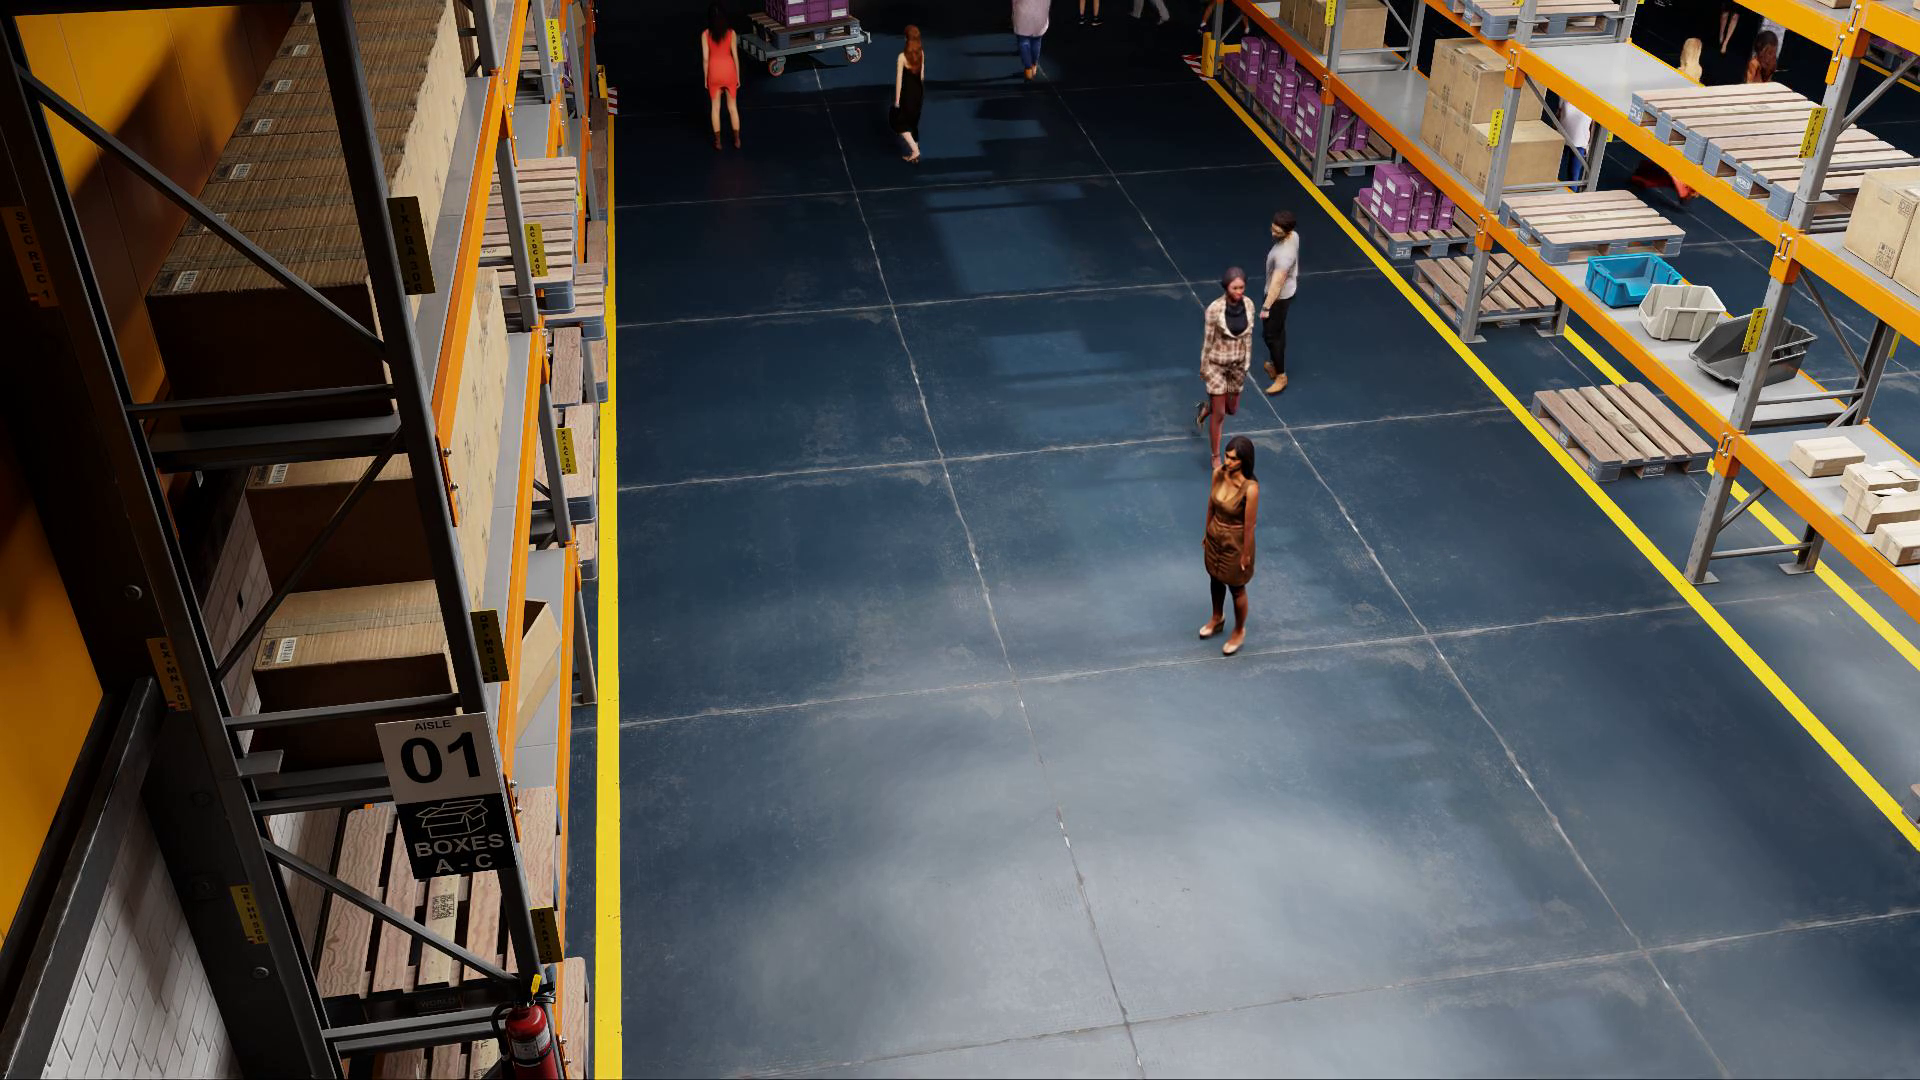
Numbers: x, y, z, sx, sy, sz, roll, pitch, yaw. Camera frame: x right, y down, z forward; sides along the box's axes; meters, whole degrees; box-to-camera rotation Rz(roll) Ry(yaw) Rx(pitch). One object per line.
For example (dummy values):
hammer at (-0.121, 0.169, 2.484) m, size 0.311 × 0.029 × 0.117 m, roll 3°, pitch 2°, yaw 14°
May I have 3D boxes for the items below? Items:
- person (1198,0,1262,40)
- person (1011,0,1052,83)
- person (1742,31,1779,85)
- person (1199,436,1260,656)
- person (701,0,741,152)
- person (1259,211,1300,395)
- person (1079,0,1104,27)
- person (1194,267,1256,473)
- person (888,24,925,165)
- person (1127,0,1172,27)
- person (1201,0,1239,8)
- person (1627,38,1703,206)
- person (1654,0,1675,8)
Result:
person at (3.652, -7.774, 22.994) m, size 1.228 × 1.718 × 1.100 m, roll 25°, pitch 41°, yaw 32°
person at (0.923, -6.779, 21.488) m, size 0.684 × 1.726 × 0.918 m, roll -7°, pitch 34°, yaw -10°
person at (8.820, -4.738, 18.432) m, size 0.852 × 1.710 × 0.909 m, roll -19°, pitch 38°, yaw -26°
person at (1.832, 0.038, 11.291) m, size 0.695 × 1.661 × 0.584 m, roll -23°, pitch 40°, yaw -30°
person at (-2.784, -5.415, 19.445) m, size 0.591 × 1.718 × 0.533 m, roll -9°, pitch 35°, yaw -13°
person at (2.816, -2.155, 14.575) m, size 0.892 × 1.680 × 0.733 m, roll 21°, pitch 39°, yaw 29°
person at (1.869, -8.114, 23.749) m, size 0.592 × 1.449 × 0.623 m, roll 14°, pitch 36°, yaw 20°
person at (2.084, -1.391, 13.337) m, size 0.645 × 1.777 × 0.956 m, roll -9°, pitch 35°, yaw -13°
person at (-0.515, -5.037, 18.969) m, size 0.810 × 1.613 × 0.750 m, roll 29°, pitch 43°, yaw 36°
person at (2.726, -8.221, 23.647) m, size 1.110 × 1.739 × 1.026 m, roll 21°, pitch 39°, yaw 28°
person at (3.834, -8.710, 24.434) m, size 0.983 × 1.683 × 1.145 m, roll -27°, pitch 42°, yaw -35°
person at (7.810, -4.492, 18.011) m, size 0.919 × 1.768 × 1.263 m, roll -18°, pitch 38°, yaw -25°
person at (10.556, -8.527, 24.575) m, size 0.529 × 1.221 × 0.499 m, roll -9°, pitch 35°, yaw -13°
